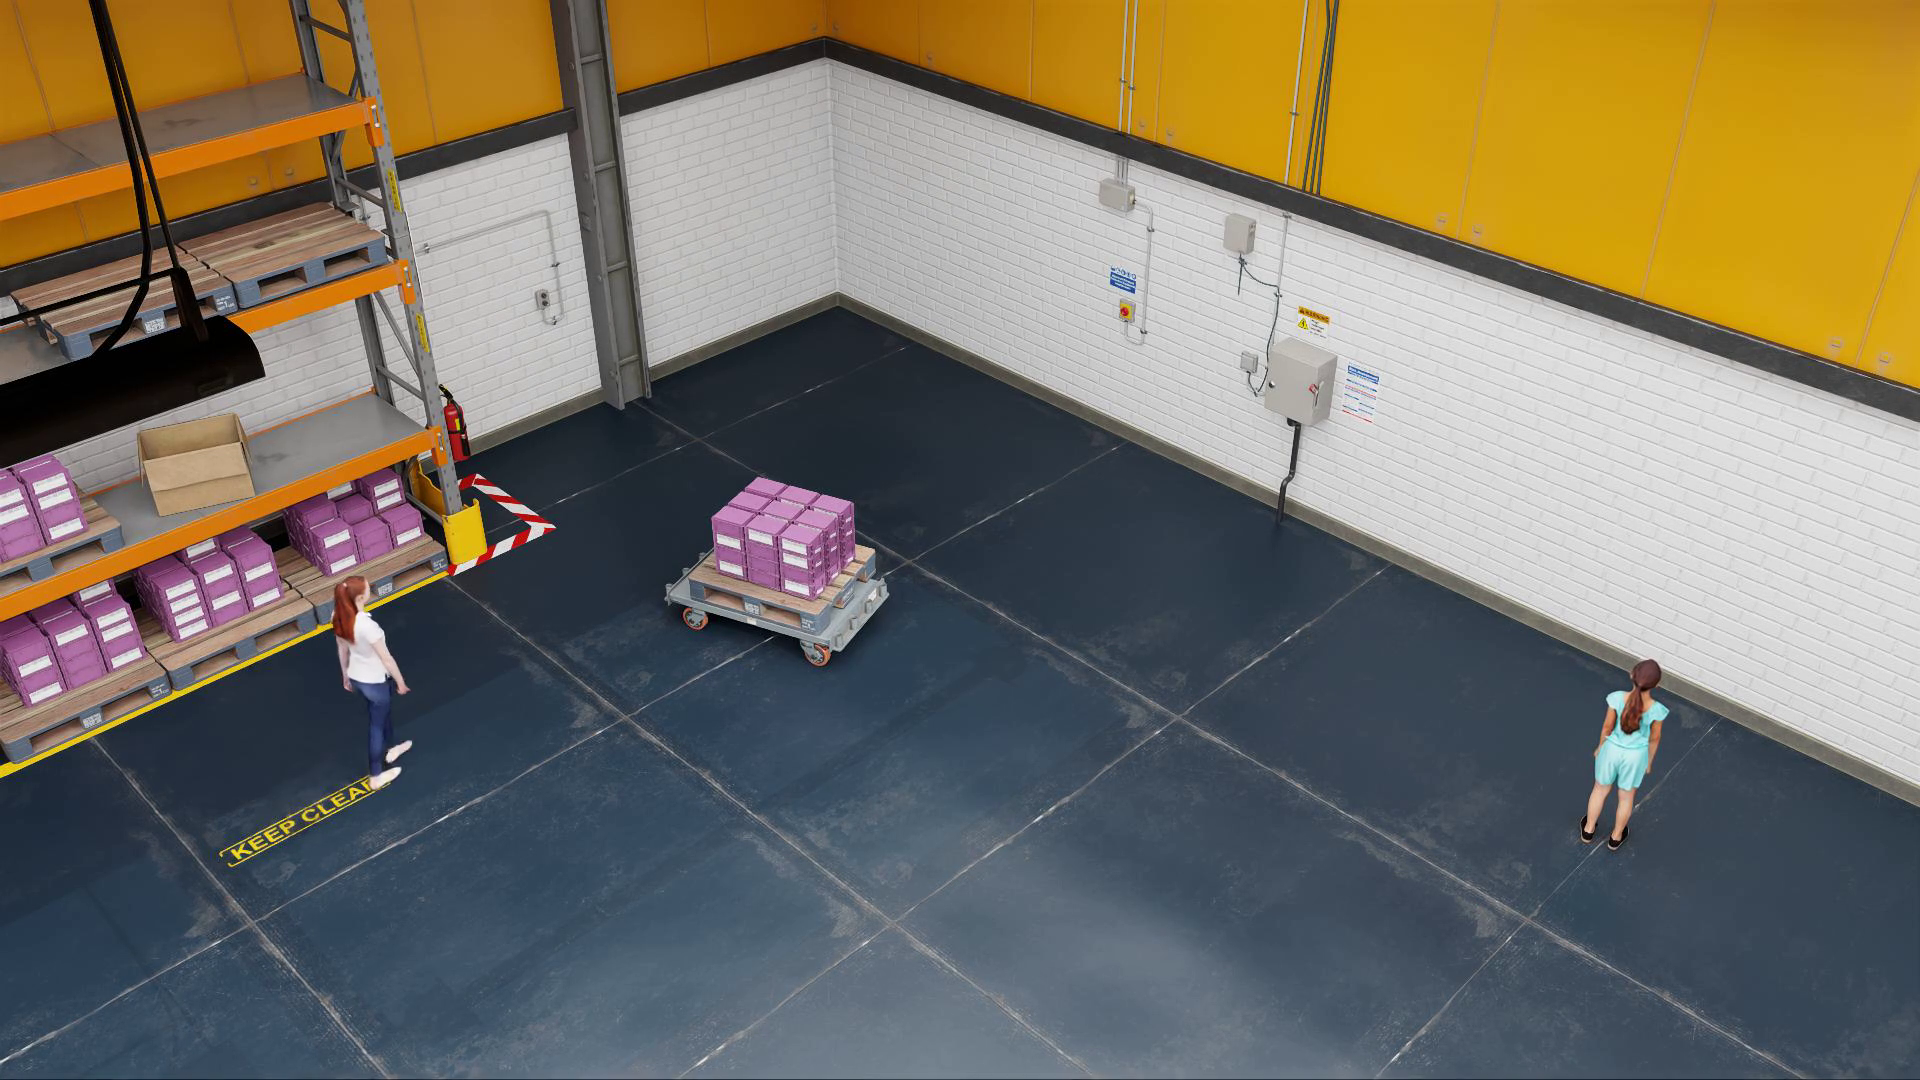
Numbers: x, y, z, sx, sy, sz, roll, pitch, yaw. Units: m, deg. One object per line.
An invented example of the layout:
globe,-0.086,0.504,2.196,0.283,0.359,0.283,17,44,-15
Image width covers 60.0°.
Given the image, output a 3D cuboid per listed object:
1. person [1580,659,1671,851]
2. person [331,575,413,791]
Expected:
person,4.496,1.440,11.250,0.614,1.558,0.631,16,37,22
person,-4.223,1.047,11.696,0.689,1.718,0.803,18,38,25
